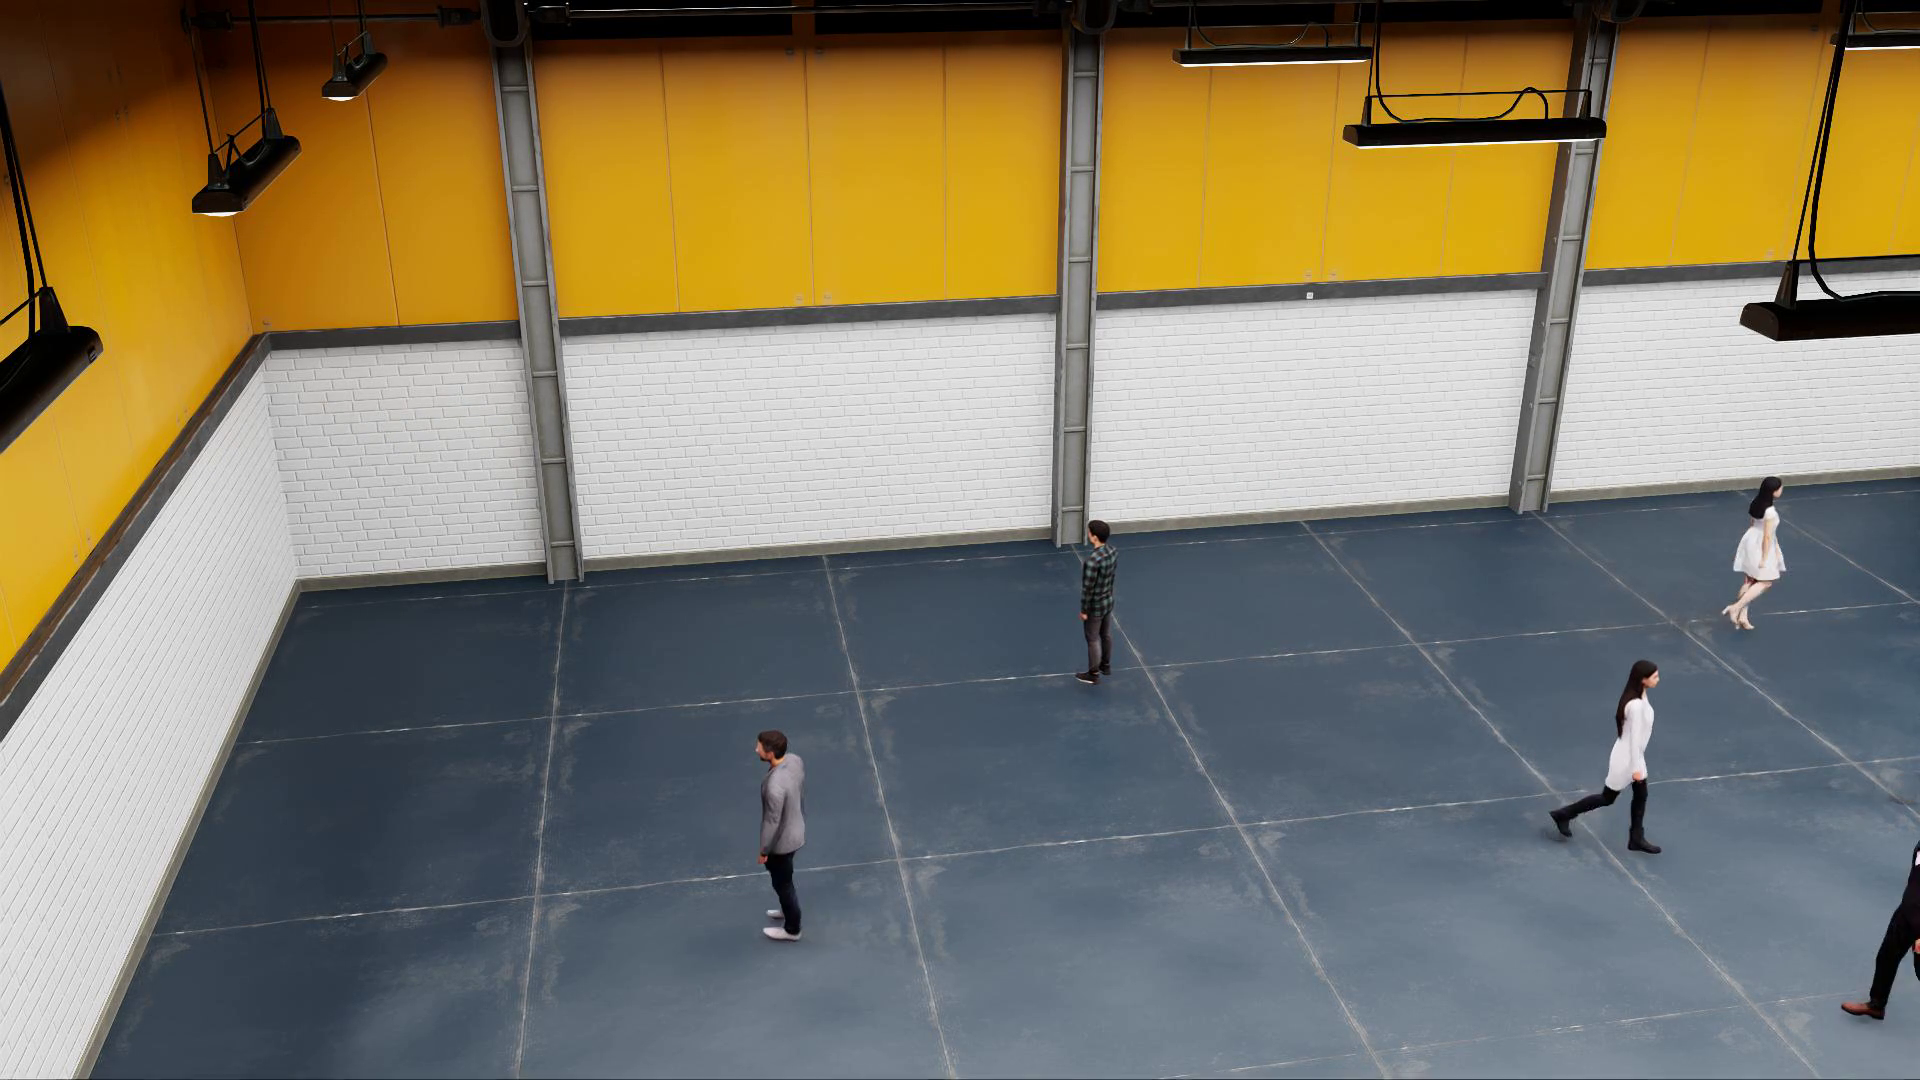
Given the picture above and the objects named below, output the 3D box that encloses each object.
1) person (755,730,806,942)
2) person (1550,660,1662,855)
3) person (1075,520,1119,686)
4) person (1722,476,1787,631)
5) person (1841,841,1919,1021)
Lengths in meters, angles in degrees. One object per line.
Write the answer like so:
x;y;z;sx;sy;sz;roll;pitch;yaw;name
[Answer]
-1.291;2.278;12.770;0.806;1.861;0.824;5;24;12;person
5.485;1.824;13.916;1.191;1.775;1.066;13;27;27;person
1.366;0.593;16.451;0.761;1.710;0.717;17;29;33;person
8.417;0.156;17.749;0.763;1.762;0.652;-1;24;-3;person
6.946;2.705;11.798;1.207;1.858;0.921;3;24;7;person
